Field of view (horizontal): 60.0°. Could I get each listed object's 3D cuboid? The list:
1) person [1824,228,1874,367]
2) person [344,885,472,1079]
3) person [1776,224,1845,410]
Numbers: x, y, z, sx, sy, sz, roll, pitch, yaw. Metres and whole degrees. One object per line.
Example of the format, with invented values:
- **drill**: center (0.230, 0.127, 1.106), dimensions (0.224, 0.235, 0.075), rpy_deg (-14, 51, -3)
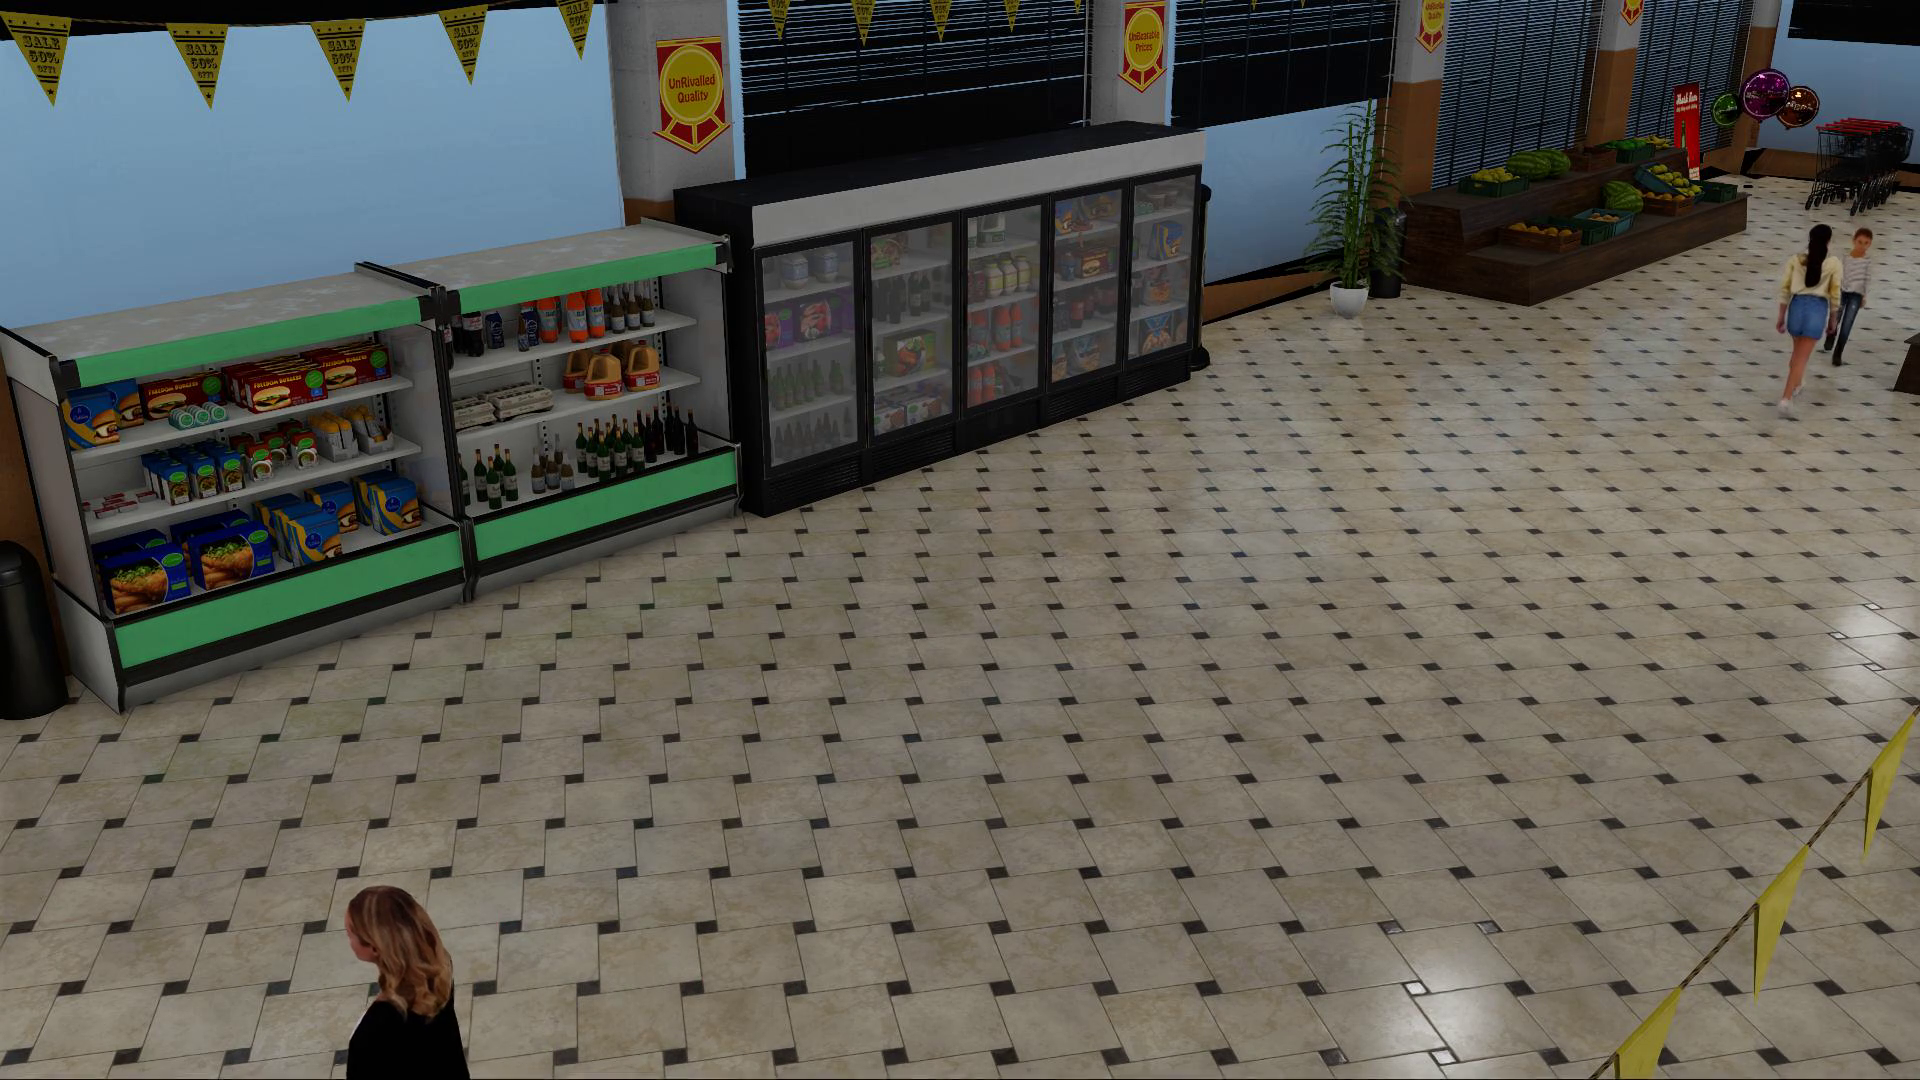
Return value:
- **person**: center (8.527, -2.350, 15.975), dimensions (0.639, 1.302, 0.807), rpy_deg (9, 23, 21)
- **person**: center (-1.584, 1.801, 4.976), dimensions (0.747, 1.800, 0.633), rpy_deg (5, 22, 13)
- **person**: center (7.338, -1.886, 14.446), dimensions (0.658, 1.581, 1.157), rpy_deg (18, 28, 38)
